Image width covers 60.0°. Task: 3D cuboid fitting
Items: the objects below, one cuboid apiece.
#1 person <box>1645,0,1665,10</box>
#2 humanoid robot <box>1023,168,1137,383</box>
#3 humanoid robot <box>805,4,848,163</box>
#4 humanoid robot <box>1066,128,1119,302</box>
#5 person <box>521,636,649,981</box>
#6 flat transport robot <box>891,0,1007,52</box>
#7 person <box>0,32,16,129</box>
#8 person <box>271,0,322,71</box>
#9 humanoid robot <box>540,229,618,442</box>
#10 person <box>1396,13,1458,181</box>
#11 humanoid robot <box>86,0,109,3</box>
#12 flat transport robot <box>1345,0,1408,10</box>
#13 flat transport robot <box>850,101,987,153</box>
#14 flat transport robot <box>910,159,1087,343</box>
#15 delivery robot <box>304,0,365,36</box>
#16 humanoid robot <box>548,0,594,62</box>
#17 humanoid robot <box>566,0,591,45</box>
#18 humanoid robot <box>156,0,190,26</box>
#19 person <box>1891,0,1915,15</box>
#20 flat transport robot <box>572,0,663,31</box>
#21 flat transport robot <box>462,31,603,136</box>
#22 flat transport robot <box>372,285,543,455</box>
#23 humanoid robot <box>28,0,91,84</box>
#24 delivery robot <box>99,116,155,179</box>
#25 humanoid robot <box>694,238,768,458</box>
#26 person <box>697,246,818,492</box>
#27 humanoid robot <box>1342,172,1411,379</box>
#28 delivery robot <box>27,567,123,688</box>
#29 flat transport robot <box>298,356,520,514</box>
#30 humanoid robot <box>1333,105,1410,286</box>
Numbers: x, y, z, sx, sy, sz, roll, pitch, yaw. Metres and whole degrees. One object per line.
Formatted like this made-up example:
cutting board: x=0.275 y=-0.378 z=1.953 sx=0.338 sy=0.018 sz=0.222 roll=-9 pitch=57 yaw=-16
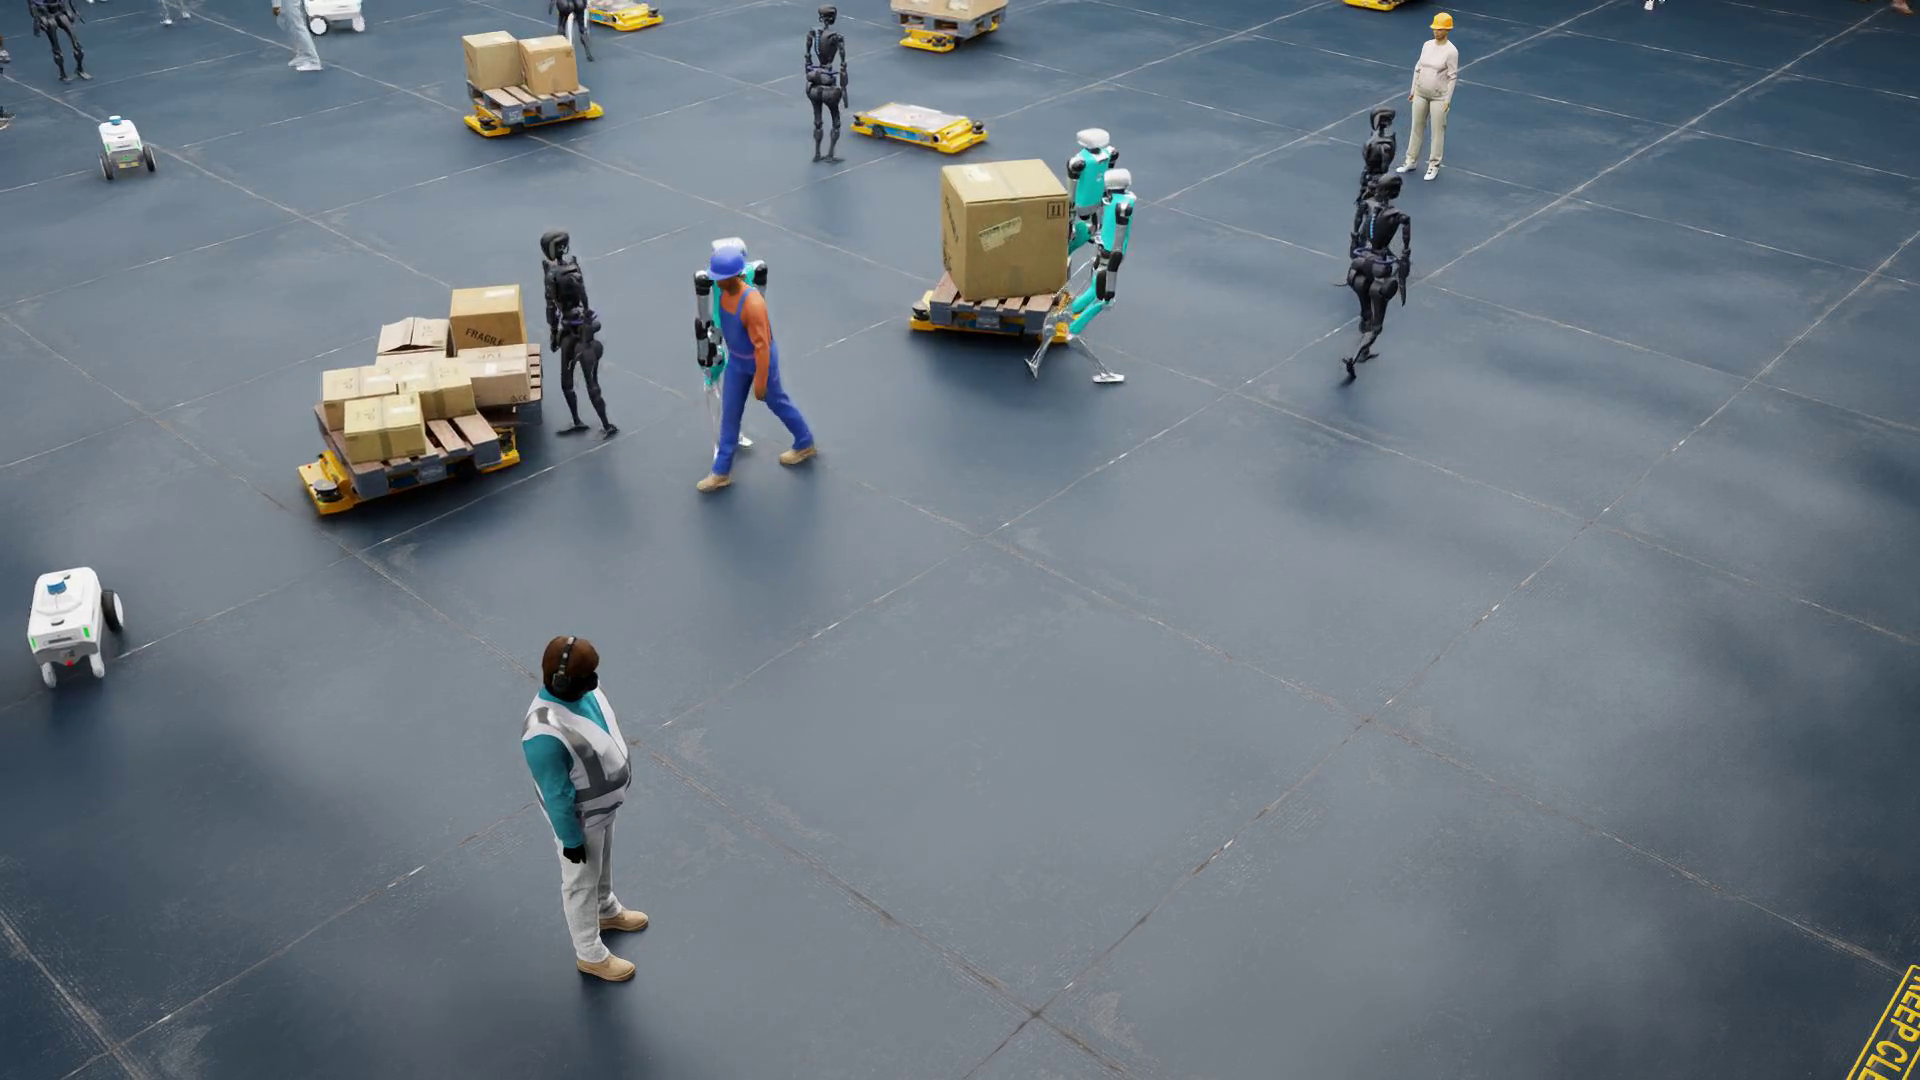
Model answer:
person: x=9.750 y=-8.296 z=23.004 sx=0.528 sy=1.860 sz=0.440 roll=10 pitch=33 yaw=16
humanoid robot: x=0.873 y=-2.014 z=13.044 sx=0.946 sy=1.791 sz=0.569 roll=-1 pitch=32 yaw=-2
humanoid robot: x=-1.441 y=-4.825 z=17.600 sx=0.595 sy=1.642 sz=0.359 roll=21 pitch=38 yaw=30
humanoid robot: x=0.890 y=-2.656 z=14.053 sx=0.532 sy=1.766 sz=0.812 roll=-27 pitch=41 yaw=-36
person: x=-1.721 y=1.220 z=7.705 sx=0.429 sy=1.839 sz=0.622 roll=2 pitch=32 yaw=4
flat transport robot: x=-0.132 y=-6.744 z=22.014 sx=0.659 sy=0.231 sz=1.431 roll=18 pitch=36 yaw=26
person: x=-10.881 y=-5.526 z=18.502 sx=0.639 sy=1.909 sz=0.646 roll=20 pitch=37 yaw=29
person: x=-8.253 y=-6.656 z=20.353 sx=0.525 sy=1.876 sz=0.614 roll=-4 pitch=32 yaw=-6
humanoid robot: x=-2.834 y=-1.502 z=12.244 sx=0.589 sy=1.652 sz=0.320 roll=27 pitch=41 yaw=36
person: x=4.877 y=-4.588 z=17.187 sx=0.315 sy=1.697 sz=0.467 roll=-28 pitch=41 yaw=-37
humanoid robot: x=-12.392 y=-8.466 z=23.335 sx=0.539 sy=1.739 sz=0.670 roll=-18 pitch=36 yaw=-26
flat transport robot: x=6.153 y=-7.844 z=23.784 sx=0.659 sy=0.231 sz=1.431 roll=24 pitch=39 yaw=34
flat transport robot: x=-0.468 y=-4.618 z=18.590 sx=1.431 sy=0.231 sz=0.659 roll=20 pitch=37 yaw=29
flat transport robot: x=0.344 y=-1.972 z=14.329 sx=1.431 sy=0.231 sz=0.659 roll=7 pitch=32 yaw=11
delivery robot: x=-8.416 y=-7.091 z=22.300 sx=0.771 sy=0.592 sz=0.499 roll=-11 pitch=33 yaw=-17
humanoid robot: x=-4.896 y=-6.808 z=20.794 sx=0.318 sy=1.635 sz=0.590 roll=20 pitch=37 yaw=29
humanoid robot: x=-4.932 y=-7.223 z=21.452 sx=0.546 sy=1.817 sz=0.794 roll=-4 pitch=32 yaw=-7
humanoid robot: x=-10.681 y=-7.762 z=22.301 sx=0.557 sy=1.788 sz=0.876 roll=-9 pitch=33 yaw=-14
person: x=13.227 y=-8.184 z=22.796 sx=0.460 sy=1.889 sz=0.673 roll=26 pitch=40 yaw=35
flat transport robot: x=-4.805 y=-7.255 z=22.837 sx=1.431 sy=0.231 sz=0.659 roll=24 pitch=39 yaw=34
flat transport robot: x=-4.894 y=-4.912 z=19.063 sx=1.431 sy=0.231 sz=0.659 roll=-20 pitch=37 yaw=-29
flat transport robot: x=-3.789 y=-0.979 z=12.731 sx=0.659 sy=0.231 sz=1.431 roll=-6 pitch=32 yaw=-10
humanoid robot: x=-10.901 y=-6.336 z=20.028 sx=0.337 sy=1.643 sz=0.613 roll=22 pitch=38 yaw=32
delivery robot: x=-8.861 y=-4.163 z=17.604 sx=0.505 sy=0.614 sz=0.786 roll=-17 pitch=35 yaw=-25
humanoid robot: x=-1.714 y=-1.405 z=12.043 sx=0.535 sy=1.786 sz=0.780 roll=-16 pitch=35 yaw=-24
person: x=-1.459 y=-1.265 z=11.716 sx=1.016 sy=1.836 sz=0.560 roll=-28 pitch=41 yaw=-37
humanoid robot: x=3.263 y=-2.119 z=13.251 sx=0.650 sy=1.640 sz=0.585 roll=-26 pitch=40 yaw=-35
delivery robot: x=-5.424 y=0.482 z=10.125 sx=0.499 sy=0.614 sz=0.790 roll=-11 pitch=34 yaw=-18
flat transport robot: x=-4.007 y=-0.585 z=12.096 sx=1.431 sy=0.231 sz=0.659 roll=-18 pitch=36 yaw=-27
humanoid robot: x=3.748 y=-3.043 z=14.751 sx=0.718 sy=1.637 sz=0.589 roll=-2 pitch=32 yaw=-3
